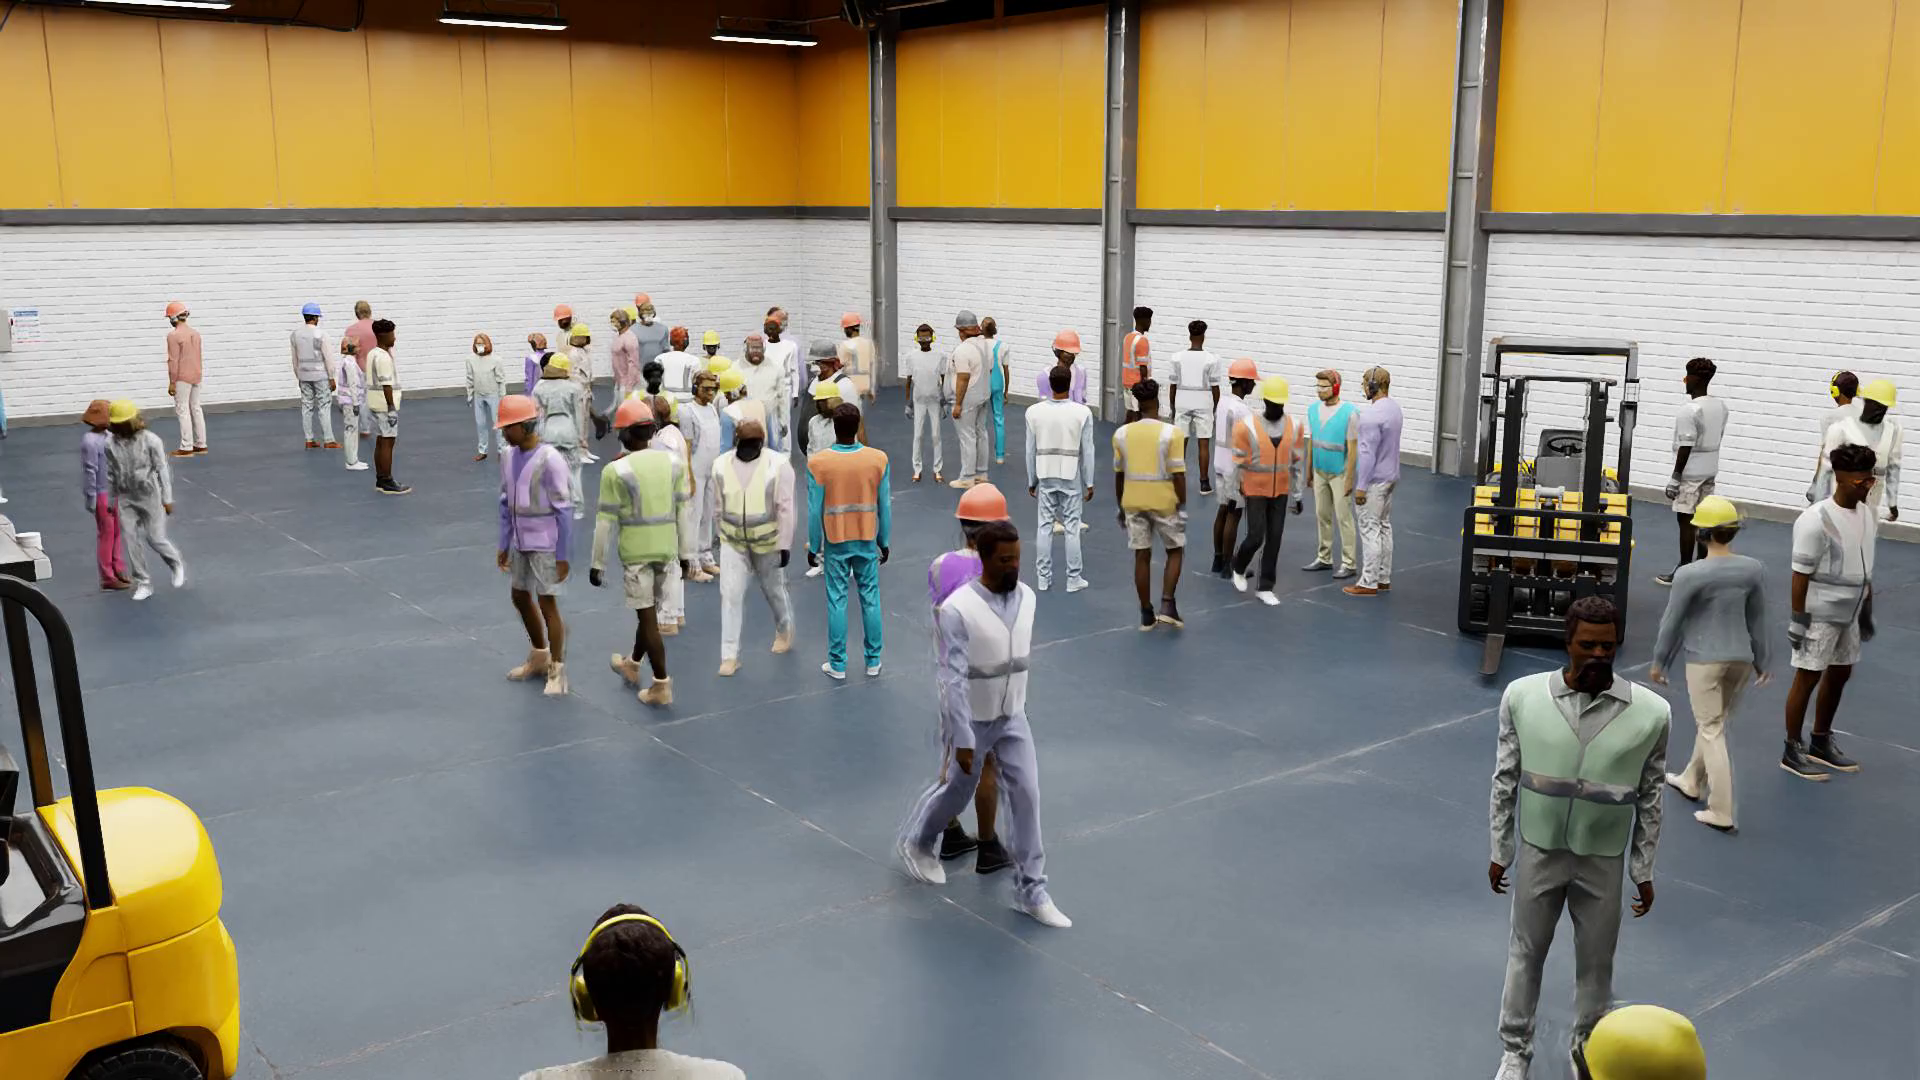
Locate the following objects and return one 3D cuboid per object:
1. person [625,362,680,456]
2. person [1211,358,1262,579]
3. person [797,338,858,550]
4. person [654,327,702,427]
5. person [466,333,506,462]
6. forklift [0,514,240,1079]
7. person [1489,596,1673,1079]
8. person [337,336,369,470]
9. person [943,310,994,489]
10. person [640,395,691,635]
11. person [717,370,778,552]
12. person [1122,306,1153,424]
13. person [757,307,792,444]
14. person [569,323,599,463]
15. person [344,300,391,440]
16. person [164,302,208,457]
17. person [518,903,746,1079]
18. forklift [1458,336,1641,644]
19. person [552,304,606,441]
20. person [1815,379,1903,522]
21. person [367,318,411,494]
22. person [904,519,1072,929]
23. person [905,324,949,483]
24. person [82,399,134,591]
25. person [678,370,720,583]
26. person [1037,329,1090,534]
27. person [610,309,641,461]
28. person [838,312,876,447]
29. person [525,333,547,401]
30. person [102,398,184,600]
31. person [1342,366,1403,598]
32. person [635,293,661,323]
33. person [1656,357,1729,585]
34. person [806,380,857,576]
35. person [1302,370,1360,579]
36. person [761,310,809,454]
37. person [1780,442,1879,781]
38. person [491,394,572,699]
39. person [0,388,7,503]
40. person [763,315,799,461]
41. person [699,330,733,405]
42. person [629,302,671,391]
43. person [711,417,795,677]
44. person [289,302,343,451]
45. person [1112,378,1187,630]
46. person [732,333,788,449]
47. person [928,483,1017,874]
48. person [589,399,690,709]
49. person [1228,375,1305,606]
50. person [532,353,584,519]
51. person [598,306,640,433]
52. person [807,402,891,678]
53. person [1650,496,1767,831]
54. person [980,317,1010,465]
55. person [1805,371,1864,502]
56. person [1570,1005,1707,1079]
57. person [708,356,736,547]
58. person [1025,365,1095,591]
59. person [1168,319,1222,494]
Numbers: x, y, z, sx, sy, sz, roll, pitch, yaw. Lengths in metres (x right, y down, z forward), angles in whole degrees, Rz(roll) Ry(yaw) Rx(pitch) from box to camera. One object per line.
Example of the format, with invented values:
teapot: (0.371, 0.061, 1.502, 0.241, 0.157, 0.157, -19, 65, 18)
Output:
person: (-3.029, -0.929, 16.579, 0.551, 1.669, 0.671, -6, 13, -29)
person: (2.420, -0.625, 14.531, 0.389, 1.930, 0.544, -2, 12, -11)
person: (-1.251, -0.872, 15.447, 0.537, 2.000, 0.685, -9, 15, -37)
person: (-3.140, -1.452, 18.658, 0.568, 1.878, 0.351, 3, 12, 15)
person: (-5.938, -1.785, 20.885, 0.513, 1.624, 0.311, 2, 12, 12)
forklift: (-3.687, 1.115, 5.480, 2.313, 2.155, 1.214, -9, 15, -36)
person: (2.227, 1.135, 6.045, 0.591, 1.922, 0.392, 4, 12, 18)
person: (-7.411, -1.665, 20.279, 0.317, 1.629, 0.508, -6, 13, -26)
person: (0.069, -1.617, 19.043, 0.535, 2.000, 0.687, 7, 13, 29)
person: (-2.271, -0.194, 12.687, 0.429, 1.834, 0.636, 0, 12, -2)
person: (-1.932, -0.675, 15.206, 0.853, 1.782, 0.656, 8, 14, 35)
person: (2.246, -1.971, 20.972, 0.385, 1.955, 0.607, -3, 12, -14)
person: (-2.469, -2.180, 22.222, 0.521, 1.857, 0.343, 4, 12, 19)
person: (-4.720, -1.838, 20.837, 0.294, 1.744, 0.487, 0, 12, 1)
person: (-8.046, -2.303, 22.638, 0.655, 1.922, 0.614, -10, 16, -41)
person: (-9.946, -2.060, 21.333, 0.410, 1.981, 0.629, 2, 12, 9)
person: (-0.735, 1.665, 3.661, 0.530, 1.849, 0.649, -3, 12, -16)
forklift: (4.683, -0.471, 13.136, 1.214, 2.155, 2.313, 4, 12, 20)
person: (-5.078, -2.165, 22.014, 0.585, 1.905, 0.630, 9, 15, 37)
person: (7.210, -0.384, 13.457, 0.602, 1.889, 0.739, -1, 12, -4)
person: (-6.443, -1.501, 18.663, 0.361, 1.963, 0.613, -7, 14, -32)
person: (0.101, 0.807, 7.764, 0.597, 1.882, 0.998, -10, 16, -41)
person: (-0.385, -1.591, 19.369, 0.510, 1.861, 0.324, 0, 12, -1)
person: (-7.256, -0.389, 14.133, 0.334, 1.622, 0.511, -2, 12, -11)
person: (-2.231, -0.558, 14.420, 0.344, 1.841, 0.506, 5, 13, 21)
person: (1.042, -1.062, 16.408, 0.618, 2.028, 0.409, -9, 15, -39)
person: (-4.176, -1.916, 20.753, 0.373, 1.935, 0.627, -5, 13, -25)
person: (-1.368, -1.867, 20.602, 0.779, 1.902, 0.544, 9, 15, 37)
person: (-5.240, -1.779, 20.822, 0.323, 1.630, 0.525, 6, 13, 26)
person: (-6.777, -0.357, 13.779, 0.537, 1.701, 0.622, 0, 12, 1)
person: (3.462, -0.483, 13.848, 0.375, 1.929, 0.636, 8, 14, 33)
person: (-4.644, -2.686, 24.522, 0.551, 1.912, 0.500, -4, 12, -17)
person: (6.258, -0.576, 14.197, 0.603, 1.967, 0.367, -8, 14, -35)
person: (-1.126, -0.521, 14.476, 0.492, 1.742, 0.320, 6, 13, 27)
person: (3.265, -0.582, 14.579, 0.408, 1.831, 0.570, -8, 14, -32)
person: (-2.222, -1.973, 21.136, 0.655, 1.883, 0.685, 7, 13, 29)
person: (4.987, 0.403, 9.516, 0.626, 1.958, 0.384, -6, 13, -27)
person: (-2.880, 0.038, 11.157, 0.813, 2.018, 0.455, 11, 16, 42)
person: (-10.563, -1.180, 17.930, 0.528, 1.630, 0.320, -2, 12, -11)
person: (-2.249, -1.784, 20.230, 0.585, 1.882, 0.337, 1, 12, 3)
person: (-2.902, -1.582, 19.542, 0.526, 1.769, 0.329, -4, 12, -17)
person: (-4.163, -2.224, 22.268, 0.636, 1.928, 0.380, -8, 14, -32)
person: (-1.447, 0.004, 11.809, 0.621, 1.803, 0.867, 1, 12, 6)
person: (-8.429, -2.129, 21.752, 0.603, 1.945, 0.390, 3, 12, 15)
person: (1.466, -0.271, 12.820, 0.638, 1.932, 0.444, 6, 13, 26)
person: (-2.151, -1.234, 17.584, 0.681, 1.880, 0.732, -2, 12, -8)
person: (0.098, 0.678, 8.228, 0.544, 1.930, 0.386, 11, 16, 42)
person: (-2.159, 0.073, 10.962, 0.818, 2.013, 0.636, 11, 16, 42)
person: (2.492, -0.412, 13.562, 0.603, 1.898, 0.583, -3, 12, -15)
person: (-4.140, -1.056, 17.101, 0.526, 1.723, 0.352, -1, 12, -6)
person: (-4.640, -2.347, 23.129, 0.774, 1.811, 0.590, -2, 12, -11)
person: (-0.764, 0.009, 11.489, 0.587, 1.920, 0.391, -3, 12, -16)
person: (3.986, 0.627, 8.905, 0.561, 1.735, 0.795, -3, 12, -13)
person: (0.360, -1.836, 20.576, 0.508, 1.847, 0.345, -2, 12, -11)
person: (7.421, -0.500, 14.081, 0.521, 1.865, 0.328, -3, 12, -14)
person: (1.385, 1.775, 3.353, 0.696, 1.741, 0.552, 9, 15, 37)
person: (-2.234, -0.846, 15.867, 0.403, 1.819, 0.602, -1, 12, -3)
person: (0.840, -0.515, 14.013, 0.592, 1.922, 0.392, 4, 12, 17)
person: (2.629, -1.491, 18.648, 0.603, 1.957, 0.385, 5, 13, 22)
